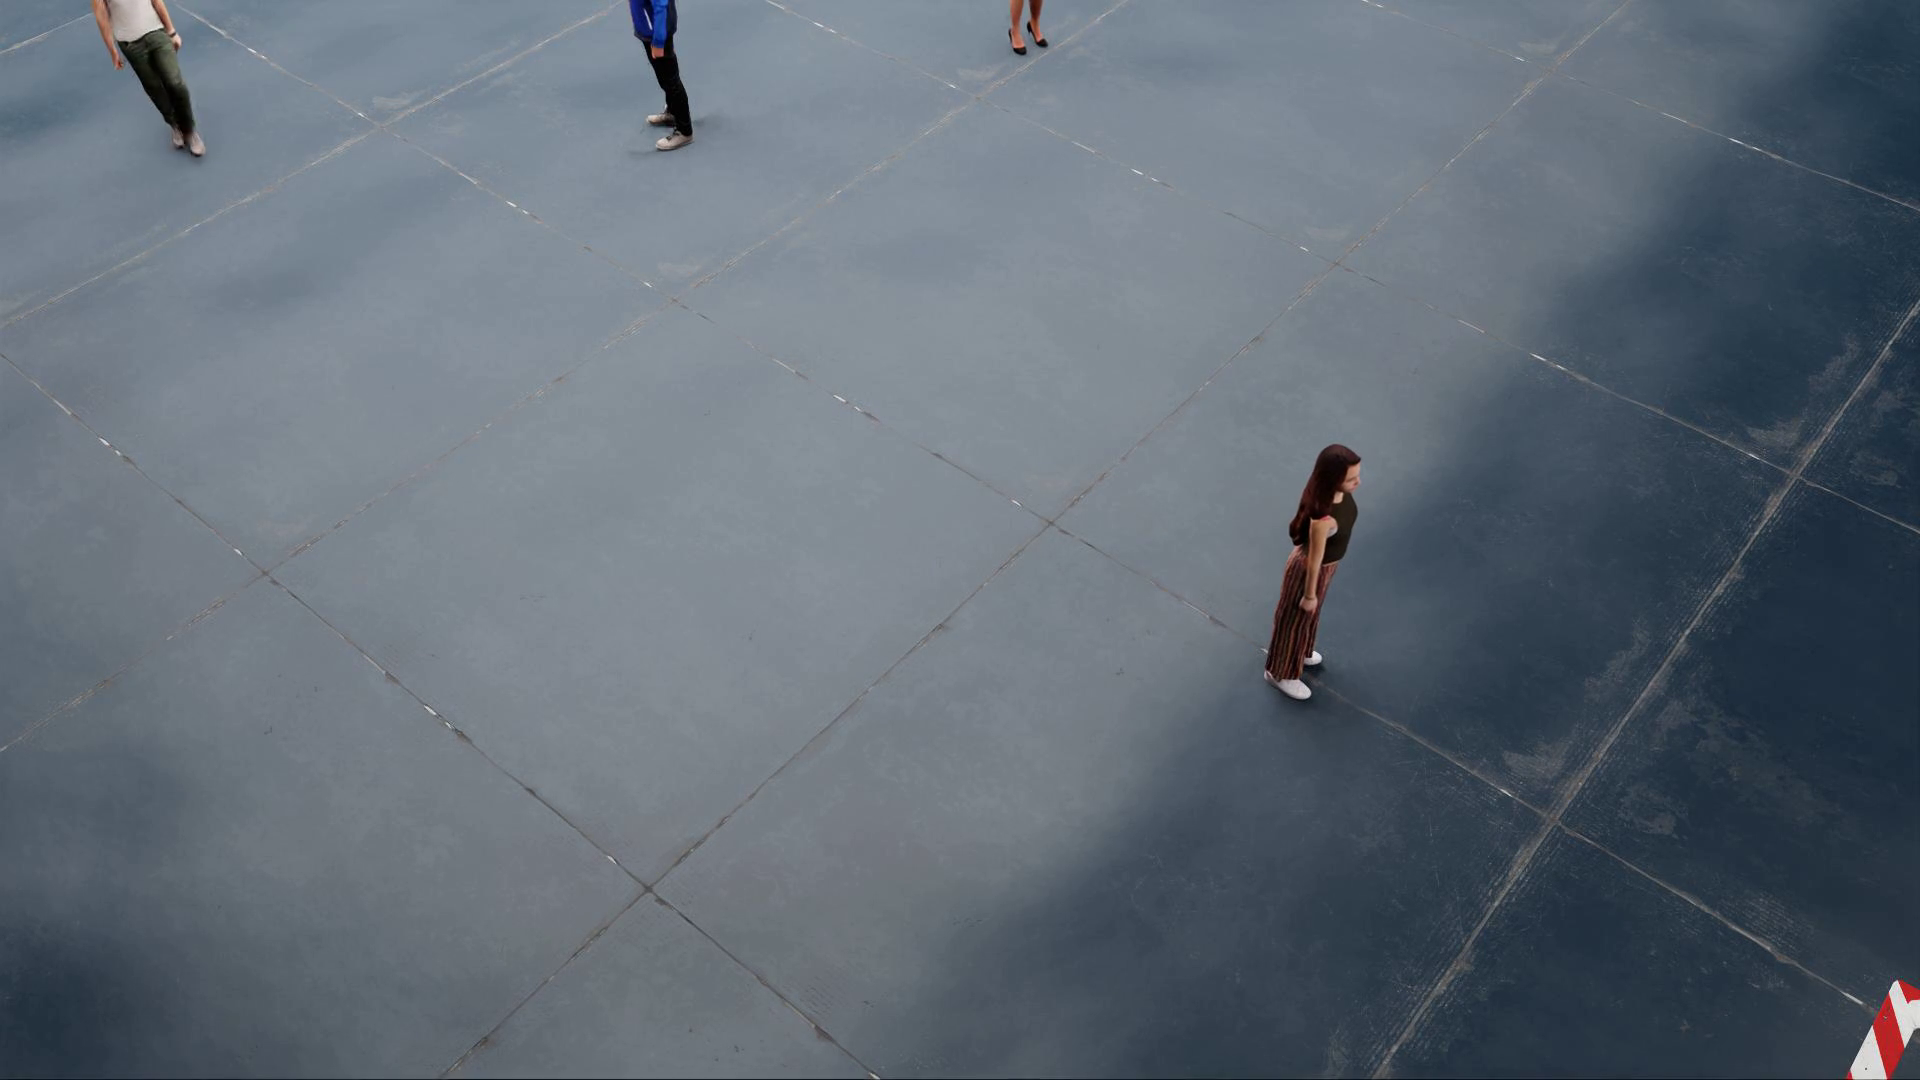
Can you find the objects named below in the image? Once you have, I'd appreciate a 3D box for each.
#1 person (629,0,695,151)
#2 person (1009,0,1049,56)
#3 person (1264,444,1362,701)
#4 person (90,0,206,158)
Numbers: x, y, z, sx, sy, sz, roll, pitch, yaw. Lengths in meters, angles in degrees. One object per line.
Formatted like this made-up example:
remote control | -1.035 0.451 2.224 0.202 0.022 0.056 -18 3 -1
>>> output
person | -2.019 -3.446 11.055 0.775 1.756 0.661 -13 49 -11
person | 0.510 -4.280 11.900 0.581 1.647 0.550 -29 54 -24
person | 1.677 0.123 7.888 0.587 1.562 0.610 19 50 17
person | -5.435 -3.368 11.064 0.745 1.637 0.818 -16 49 -15
